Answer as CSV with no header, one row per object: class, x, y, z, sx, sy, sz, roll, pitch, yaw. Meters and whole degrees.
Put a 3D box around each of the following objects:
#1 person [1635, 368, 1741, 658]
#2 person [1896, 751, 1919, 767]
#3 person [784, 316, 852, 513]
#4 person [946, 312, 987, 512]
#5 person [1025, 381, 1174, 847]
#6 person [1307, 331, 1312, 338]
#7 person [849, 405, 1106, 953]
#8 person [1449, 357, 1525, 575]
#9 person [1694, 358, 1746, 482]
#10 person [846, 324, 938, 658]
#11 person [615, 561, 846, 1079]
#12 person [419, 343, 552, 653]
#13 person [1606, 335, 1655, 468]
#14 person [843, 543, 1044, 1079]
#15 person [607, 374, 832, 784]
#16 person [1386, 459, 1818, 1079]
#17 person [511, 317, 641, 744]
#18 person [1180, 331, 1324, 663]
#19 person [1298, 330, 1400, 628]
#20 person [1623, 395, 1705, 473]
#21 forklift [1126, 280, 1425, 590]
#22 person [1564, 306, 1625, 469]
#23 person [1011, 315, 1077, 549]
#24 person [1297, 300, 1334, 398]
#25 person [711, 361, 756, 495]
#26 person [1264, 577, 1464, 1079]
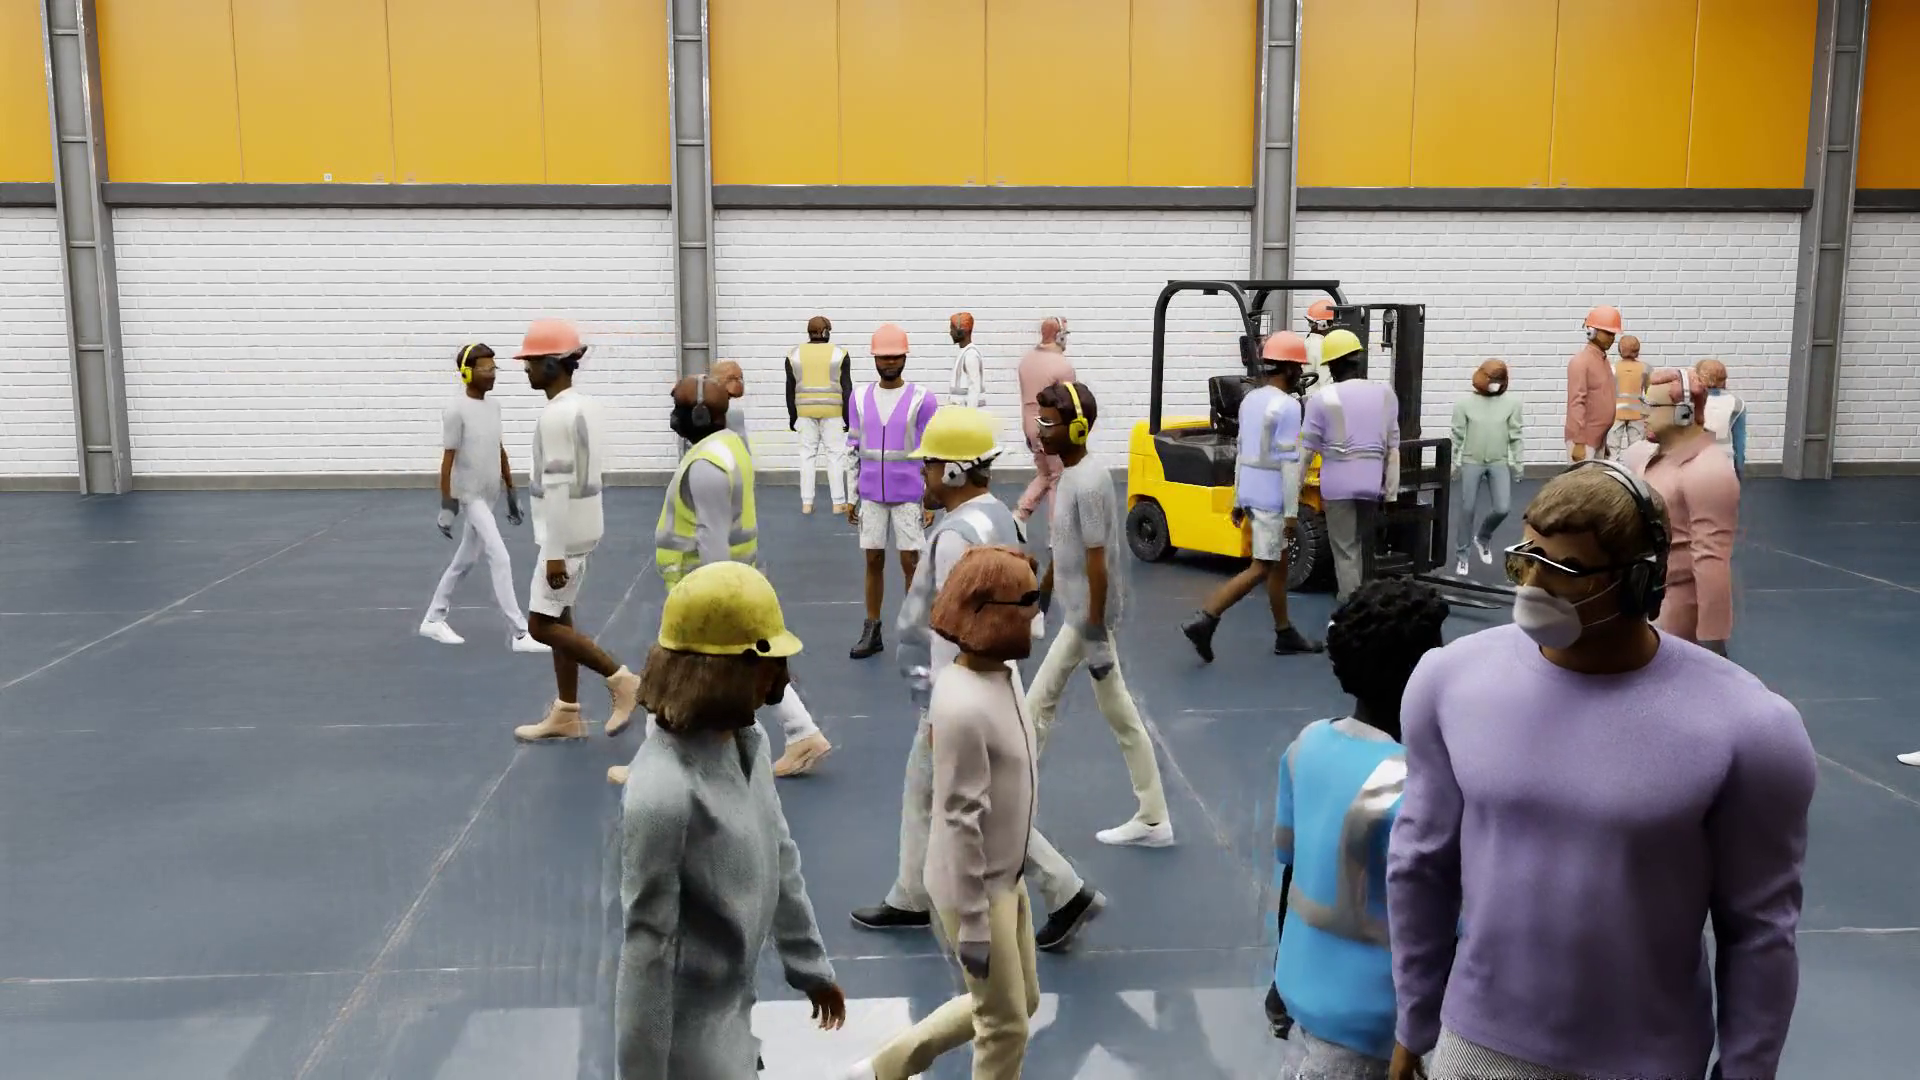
person,2.835,0.255,6.547,0.978,1.872,0.651,1,9,8
person,4.425,0.111,7.215,0.370,1.928,0.585,0,9,0
person,-1.302,-1.156,15.463,0.624,1.838,0.430,1,9,5
person,0.060,-1.117,15.061,0.357,1.884,0.574,-1,9,-6
person,0.374,0.303,6.376,1.003,1.807,0.535,1,9,8
person,3.578,-1.296,16.807,0.321,1.689,0.530,-5,10,-30
person,0.060,0.461,5.419,0.834,1.803,0.599,1,9,9
person,3.867,-0.539,12.257,0.589,1.617,0.393,1,9,8
person,5.305,-0.474,11.823,0.538,1.634,0.456,0,9,1
person,-0.402,-0.266,9.548,0.552,1.937,0.359,3,9,17
person,-0.378,0.880,3.073,0.881,1.698,0.507,2,9,10
person,-2.851,-0.251,9.839,0.967,1.827,0.538,2,9,15
person,6.476,-1.173,16.188,0.522,1.636,0.310,2,9,10
person,0.012,0.799,3.863,0.555,1.617,0.504,2,9,13
person,-1.036,0.178,7.200,0.953,1.805,0.630,1,9,4
person,0.982,0.831,2.670,0.629,1.936,0.372,6,11,35
person,-1.791,-0.022,7.746,0.587,2.024,0.627,0,9,-3
person,1.681,-0.237,9.486,0.886,1.912,0.557,-3,9,-15
person,2.274,-0.306,9.955,0.591,1.883,0.735,-4,10,-22
person,3.225,0.118,7.681,0.318,1.766,0.534,-1,9,-4
forklift,2.301,-0.860,12.475,1.214,2.155,2.313,-6,11,-35
person,4.719,-0.748,12.429,0.391,1.986,0.609,7,11,38
person,0.721,-0.851,13.352,0.507,1.894,0.660,-6,11,-33
person,3.181,-1.132,14.809,0.375,1.995,0.611,-2,9,-12
person,-1.613,-0.447,11.696,0.563,1.611,0.524,-6,11,-33
person,0.781,0.891,3.197,0.887,1.652,0.532,-1,9,-8
